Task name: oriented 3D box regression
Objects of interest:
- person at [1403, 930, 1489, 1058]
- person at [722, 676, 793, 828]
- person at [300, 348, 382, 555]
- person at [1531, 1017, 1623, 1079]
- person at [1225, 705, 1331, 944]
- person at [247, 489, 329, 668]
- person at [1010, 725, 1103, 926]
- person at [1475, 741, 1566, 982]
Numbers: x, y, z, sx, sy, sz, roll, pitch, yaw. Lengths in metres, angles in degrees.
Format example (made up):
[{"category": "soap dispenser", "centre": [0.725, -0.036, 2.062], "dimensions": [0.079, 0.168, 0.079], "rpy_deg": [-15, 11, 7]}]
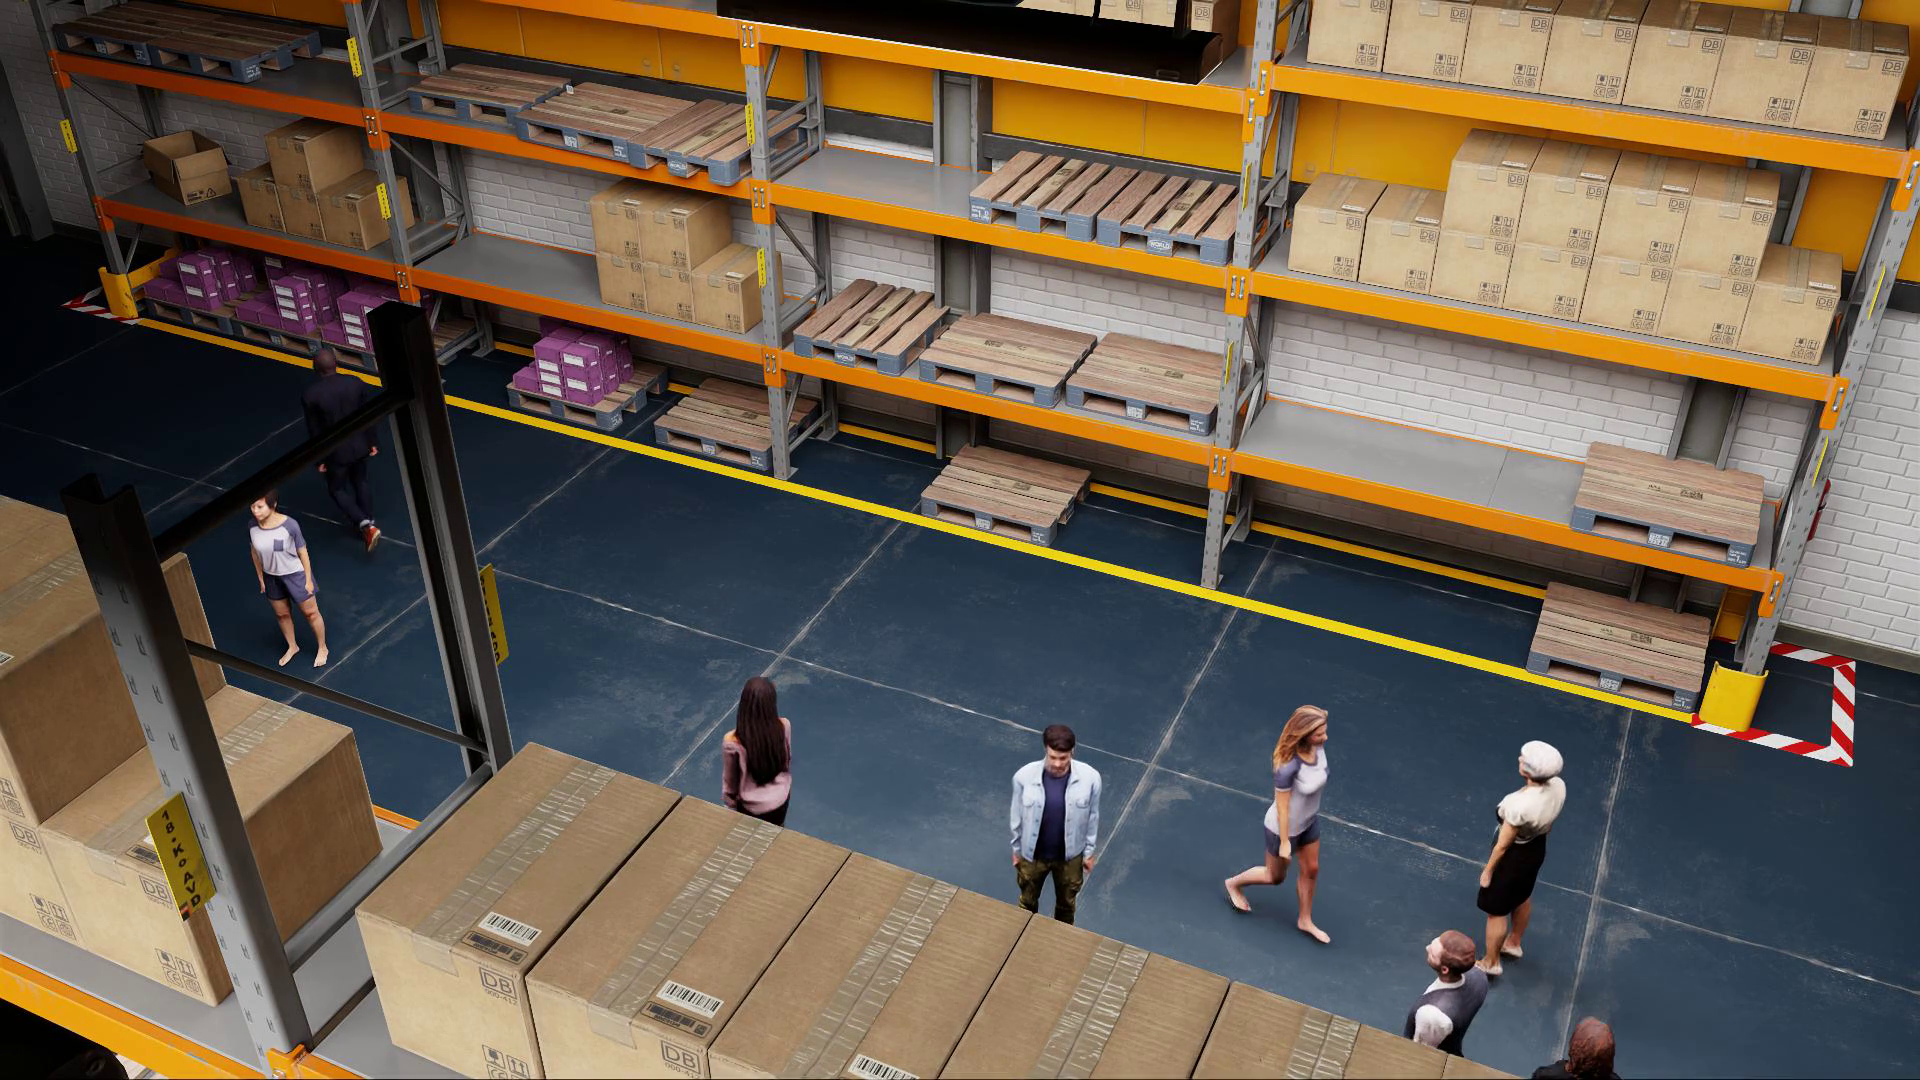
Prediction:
[{"category": "person", "centre": [2.420, 2.675, 8.321], "dimensions": [1.054, 1.924, 0.839], "rpy_deg": [26, 42, 34]}, {"category": "person", "centre": [-1.139, 1.640, 9.996], "dimensions": [0.760, 1.792, 0.813], "rpy_deg": [-16, 37, -22]}, {"category": "person", "centre": [-4.957, -0.687, 13.490], "dimensions": [0.907, 1.801, 1.044], "rpy_deg": [-26, 42, -34]}, {"category": "person", "centre": [2.906, 3.018, 8.029], "dimensions": [1.055, 1.676, 0.899], "rpy_deg": [3, 34, 4]}, {"category": "person", "centre": [1.933, 1.686, 10.002], "dimensions": [0.823, 1.710, 1.025], "rpy_deg": [-28, 43, -35]}, {"category": "person", "centre": [-4.984, 0.249, 12.295], "dimensions": [0.565, 1.565, 0.692], "rpy_deg": [3, 34, 4]}, {"category": "person", "centre": [0.537, 1.805, 9.733], "dimensions": [0.652, 1.811, 0.811], "rpy_deg": [1, 34, 2]}, {"category": "person", "centre": [3.254, 1.886, 9.666], "dimensions": [0.710, 1.749, 0.710], "rpy_deg": [-21, 39, -28]}]
